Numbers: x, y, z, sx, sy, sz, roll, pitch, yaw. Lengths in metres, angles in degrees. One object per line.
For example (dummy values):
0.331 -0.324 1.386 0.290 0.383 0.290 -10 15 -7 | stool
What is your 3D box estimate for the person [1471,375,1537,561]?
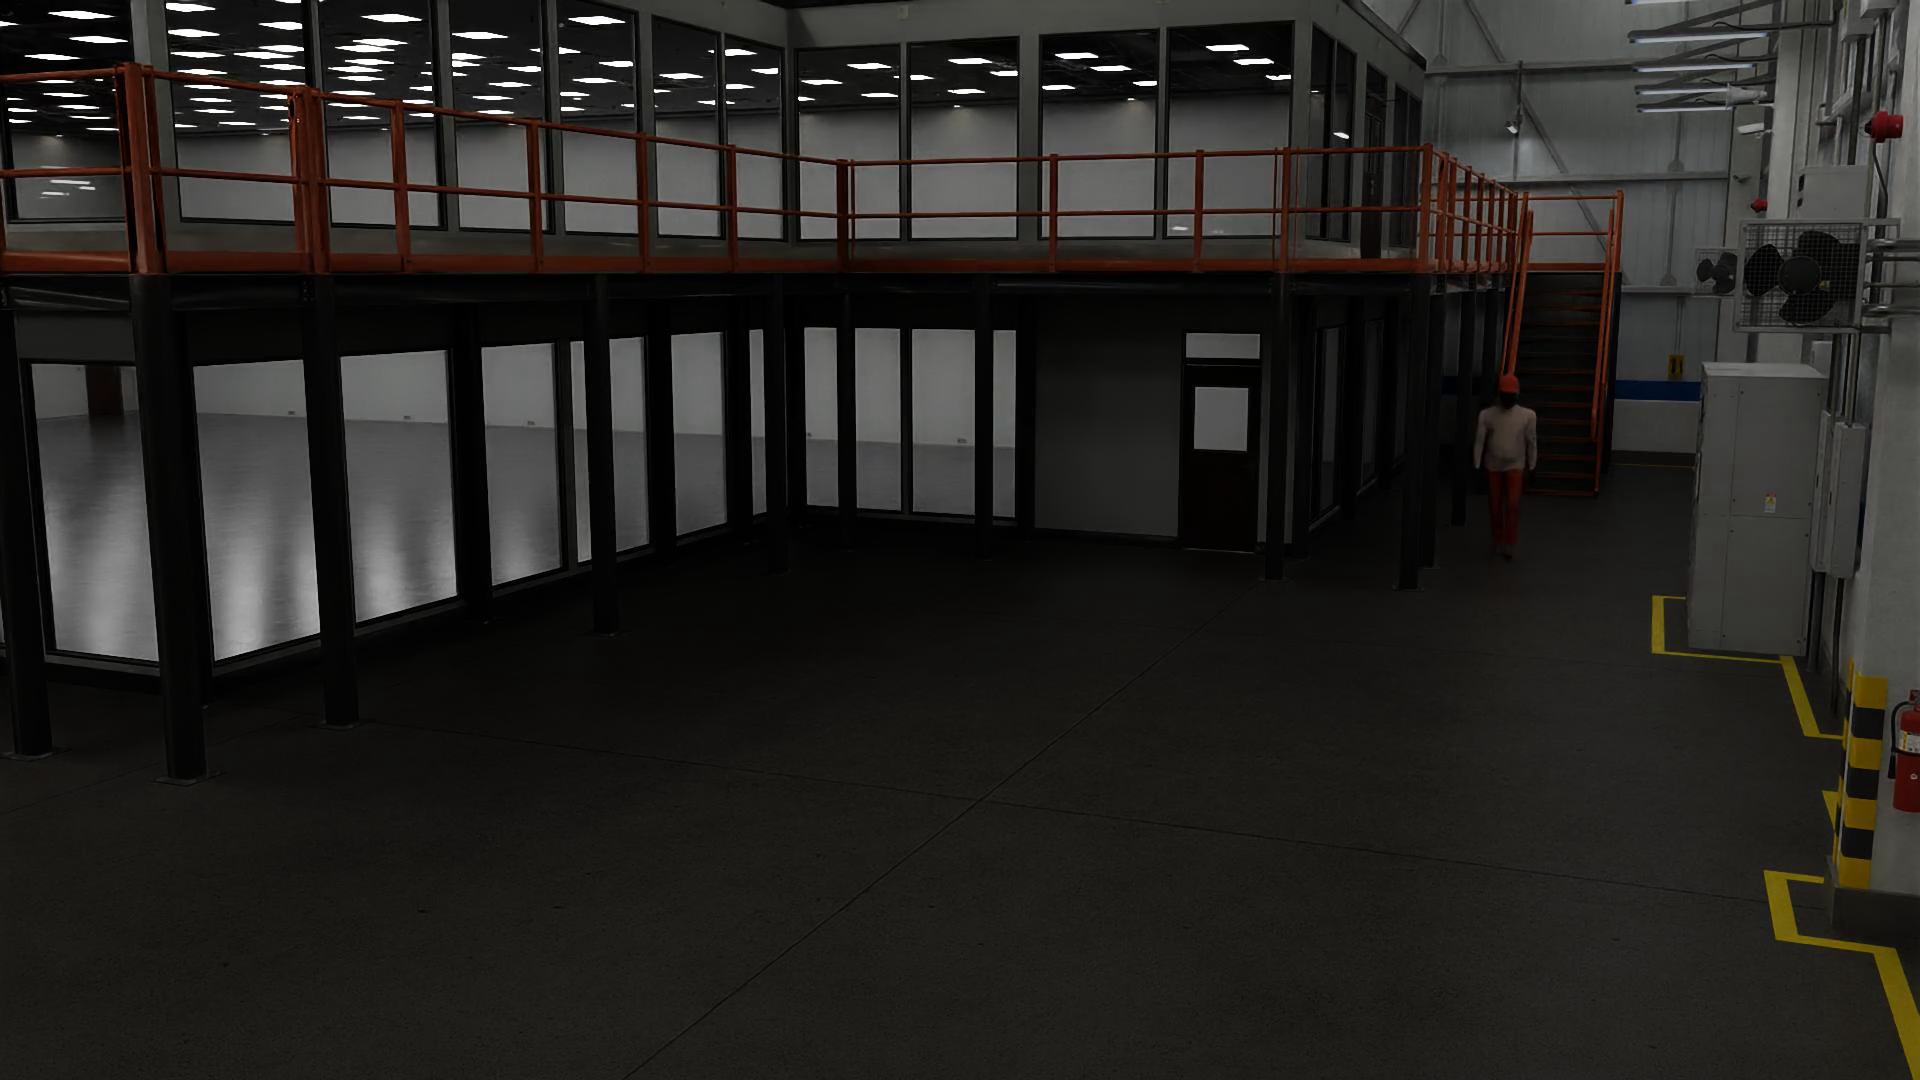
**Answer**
5.753 -0.760 17.617 0.656 1.943 0.993 4 10 21 | person
